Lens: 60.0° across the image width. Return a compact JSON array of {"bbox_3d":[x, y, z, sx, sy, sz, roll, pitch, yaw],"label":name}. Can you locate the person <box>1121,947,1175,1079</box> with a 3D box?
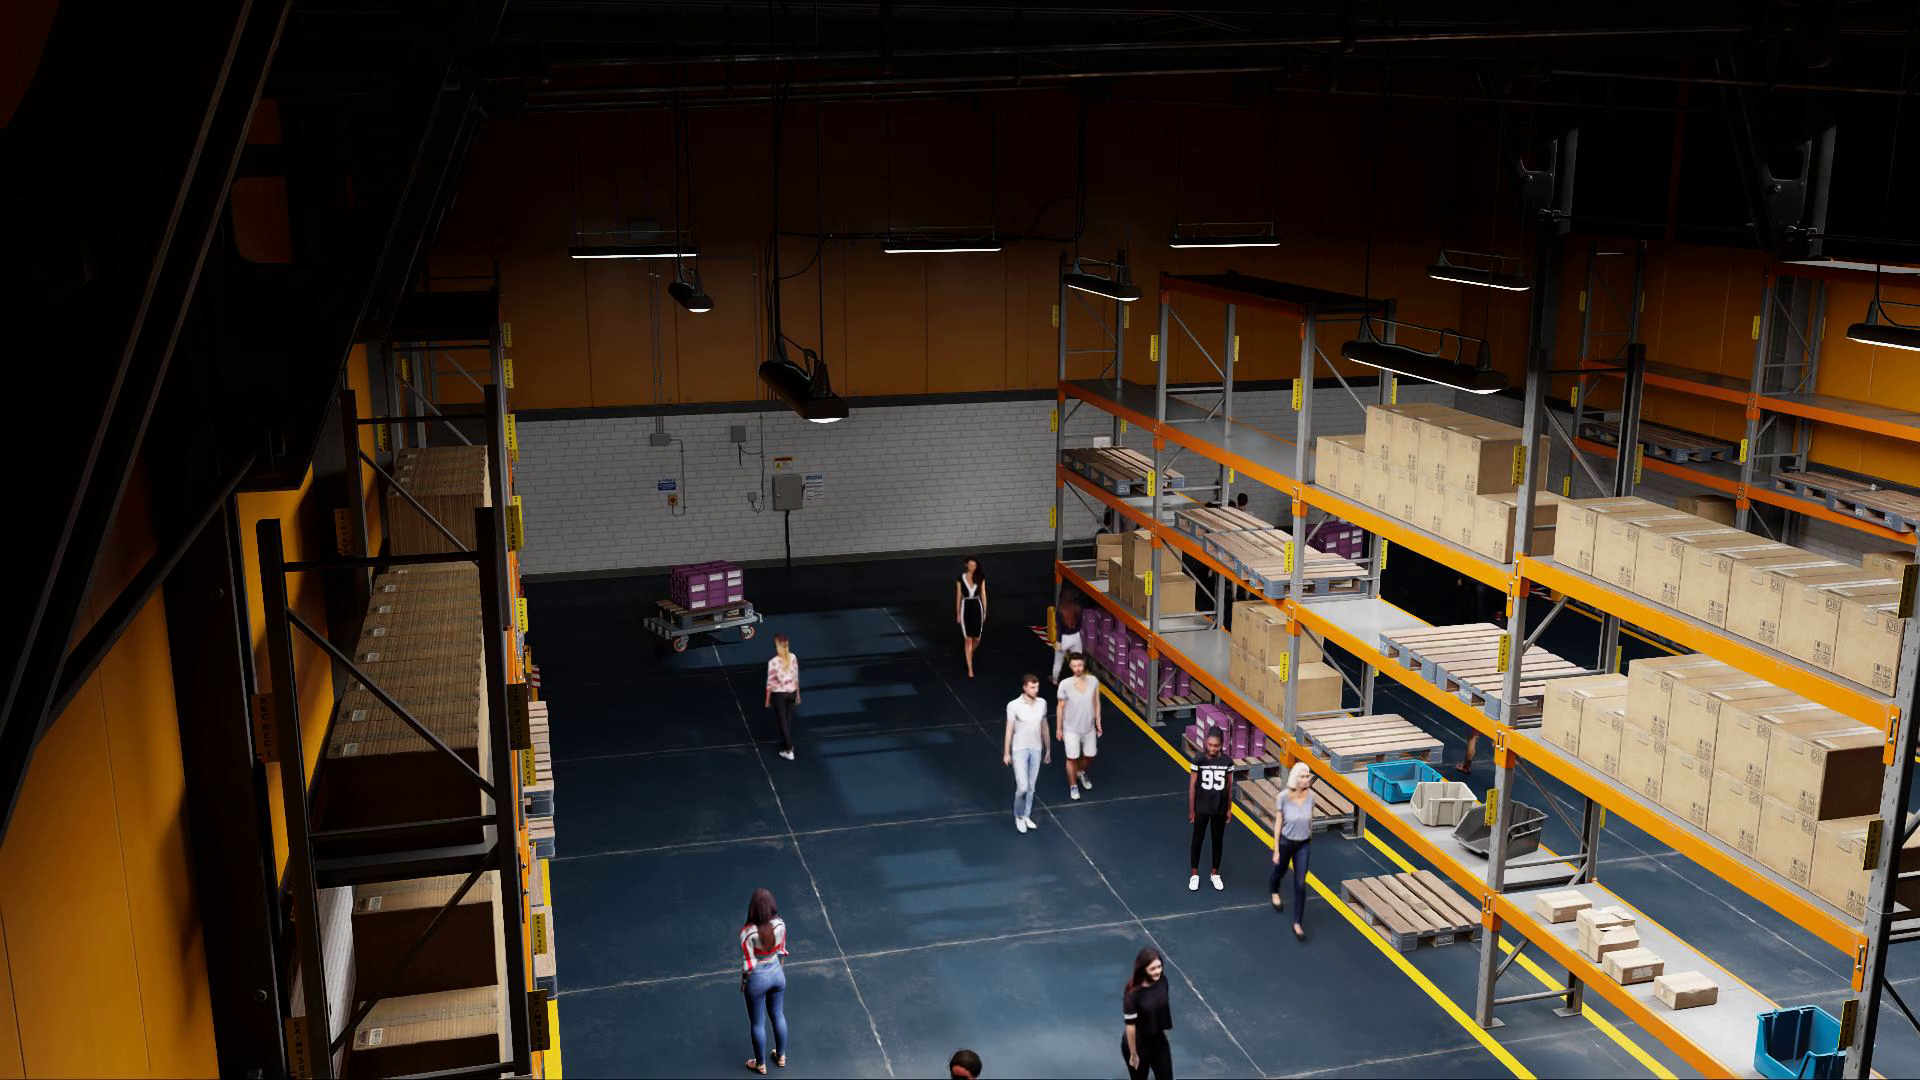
[{"bbox_3d":[1.392,3.879,12.941,0.716,1.627,0.741,-10,17,-36],"label":"person"}]

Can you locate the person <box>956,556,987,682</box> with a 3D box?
[{"bbox_3d":[0.158,1.092,24.119,0.624,1.783,0.936,-3,14,-11],"label":"person"}]

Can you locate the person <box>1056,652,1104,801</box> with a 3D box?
[{"bbox_3d":[1.392,2.174,19.564,0.711,1.824,0.767,-6,15,-22],"label":"person"}]

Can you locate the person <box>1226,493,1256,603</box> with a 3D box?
[{"bbox_3d":[4.730,0.114,28.021,0.643,1.848,0.548,-3,14,-12],"label":"person"}]

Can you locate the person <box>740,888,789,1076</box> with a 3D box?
[{"bbox_3d":[-1.627,3.660,13.874,0.656,1.614,0.632,-10,17,-35],"label":"person"}]

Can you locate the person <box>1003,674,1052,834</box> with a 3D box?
[{"bbox_3d":[0.704,2.366,18.746,0.755,1.836,0.730,-7,15,-26],"label":"person"}]

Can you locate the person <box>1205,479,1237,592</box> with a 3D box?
[{"bbox_3d":[4.485,-0.075,28.596,0.908,1.944,0.722,1,14,3],"label":"person"}]

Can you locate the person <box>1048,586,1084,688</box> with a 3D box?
[{"bbox_3d":[1.544,1.457,23.094,0.696,1.555,1.104,-5,15,-20],"label":"person"}]

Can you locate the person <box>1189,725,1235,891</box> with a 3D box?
[{"bbox_3d":[2.601,2.772,17.265,0.662,1.744,0.642,0,14,0],"label":"person"}]

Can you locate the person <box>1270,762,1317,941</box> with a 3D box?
[{"bbox_3d":[3.253,3.000,16.462,0.723,1.679,1.161,-1,14,-5],"label":"person"}]

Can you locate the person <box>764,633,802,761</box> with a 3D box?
[{"bbox_3d":[-2.156,1.974,20.831,0.724,1.616,0.818,-11,17,-38],"label":"person"}]
